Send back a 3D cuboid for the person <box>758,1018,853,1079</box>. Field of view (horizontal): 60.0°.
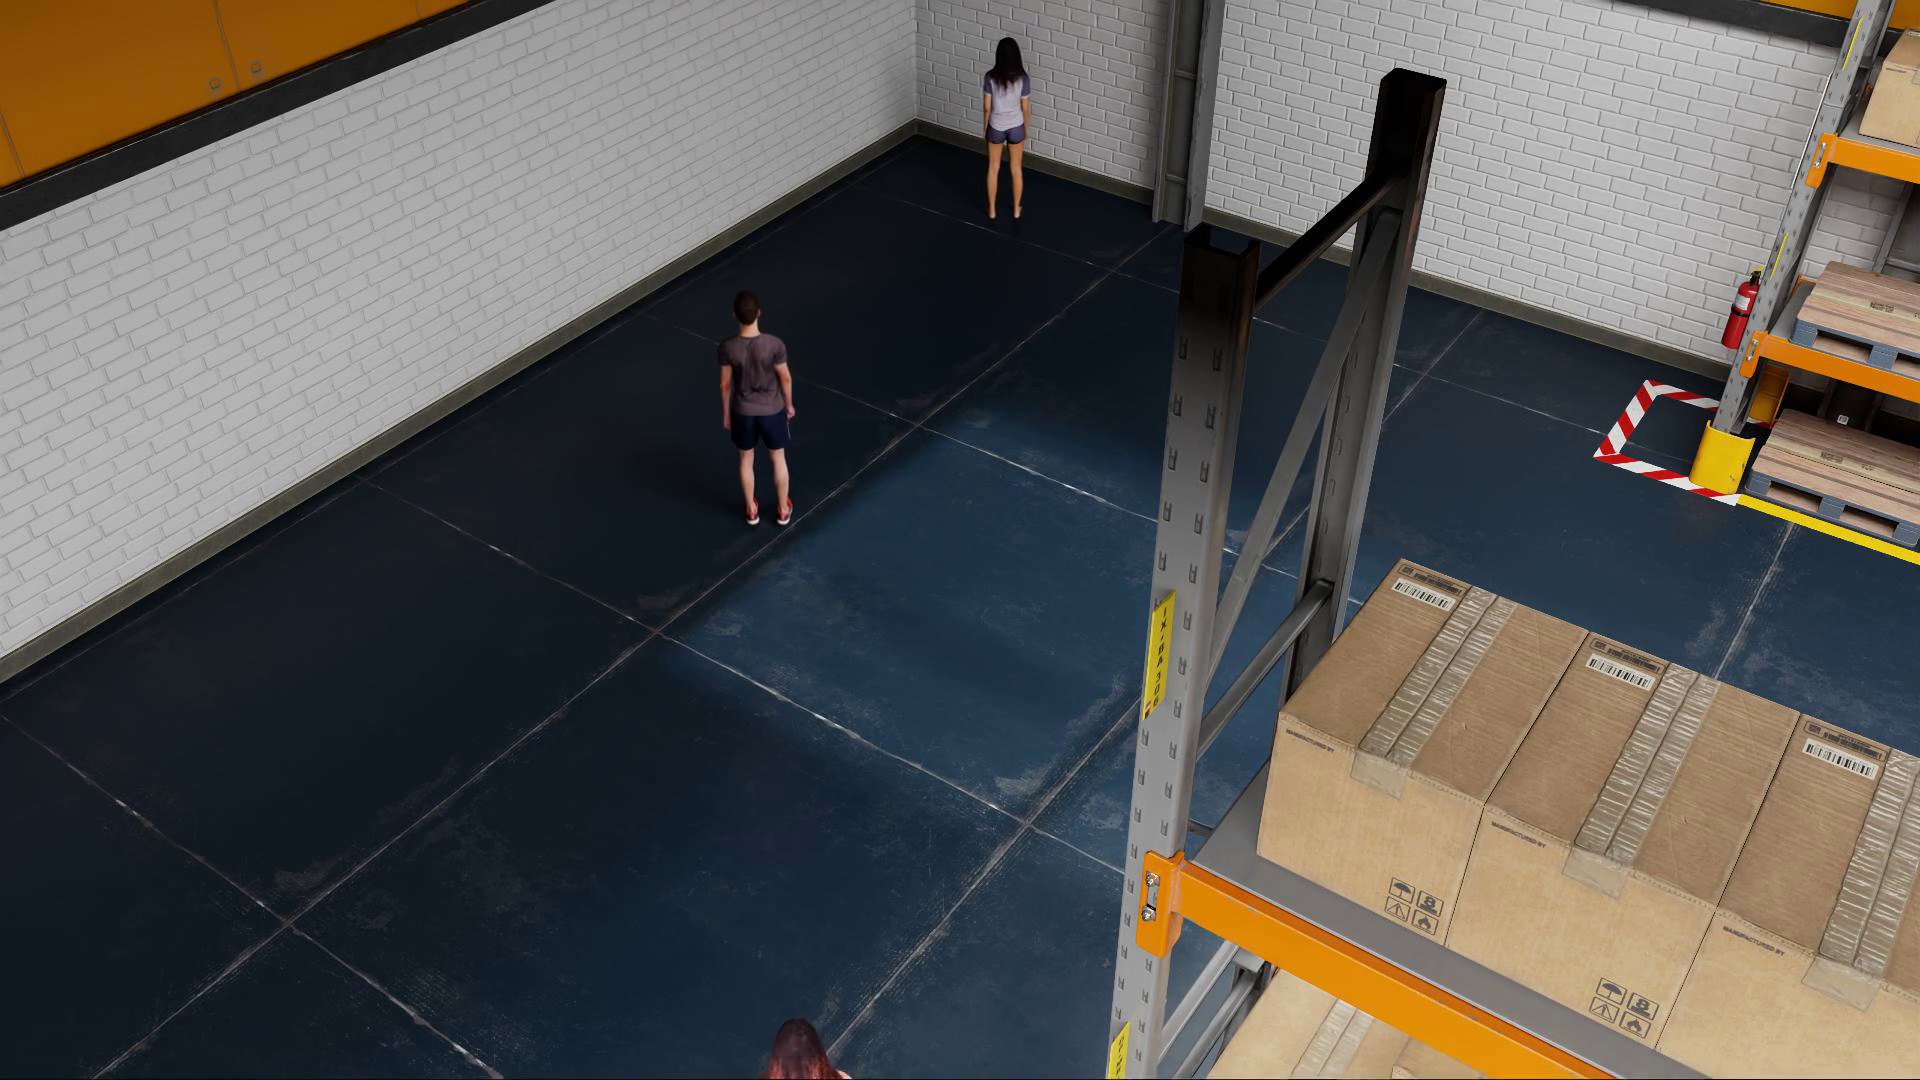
[{"bbox_3d":[-0.648,2.743,7.287,0.902,1.637,0.917,1,39,2],"label":"person"}]

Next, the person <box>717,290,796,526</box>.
[{"bbox_3d":[-1.423,-0.899,11.675,0.713,1.852,0.800,-2,39,-2],"label":"person"}]

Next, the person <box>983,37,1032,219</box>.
[{"bbox_3d":[0.422,-3.808,15.412,0.624,1.735,0.714,-1,39,-2],"label":"person"}]
